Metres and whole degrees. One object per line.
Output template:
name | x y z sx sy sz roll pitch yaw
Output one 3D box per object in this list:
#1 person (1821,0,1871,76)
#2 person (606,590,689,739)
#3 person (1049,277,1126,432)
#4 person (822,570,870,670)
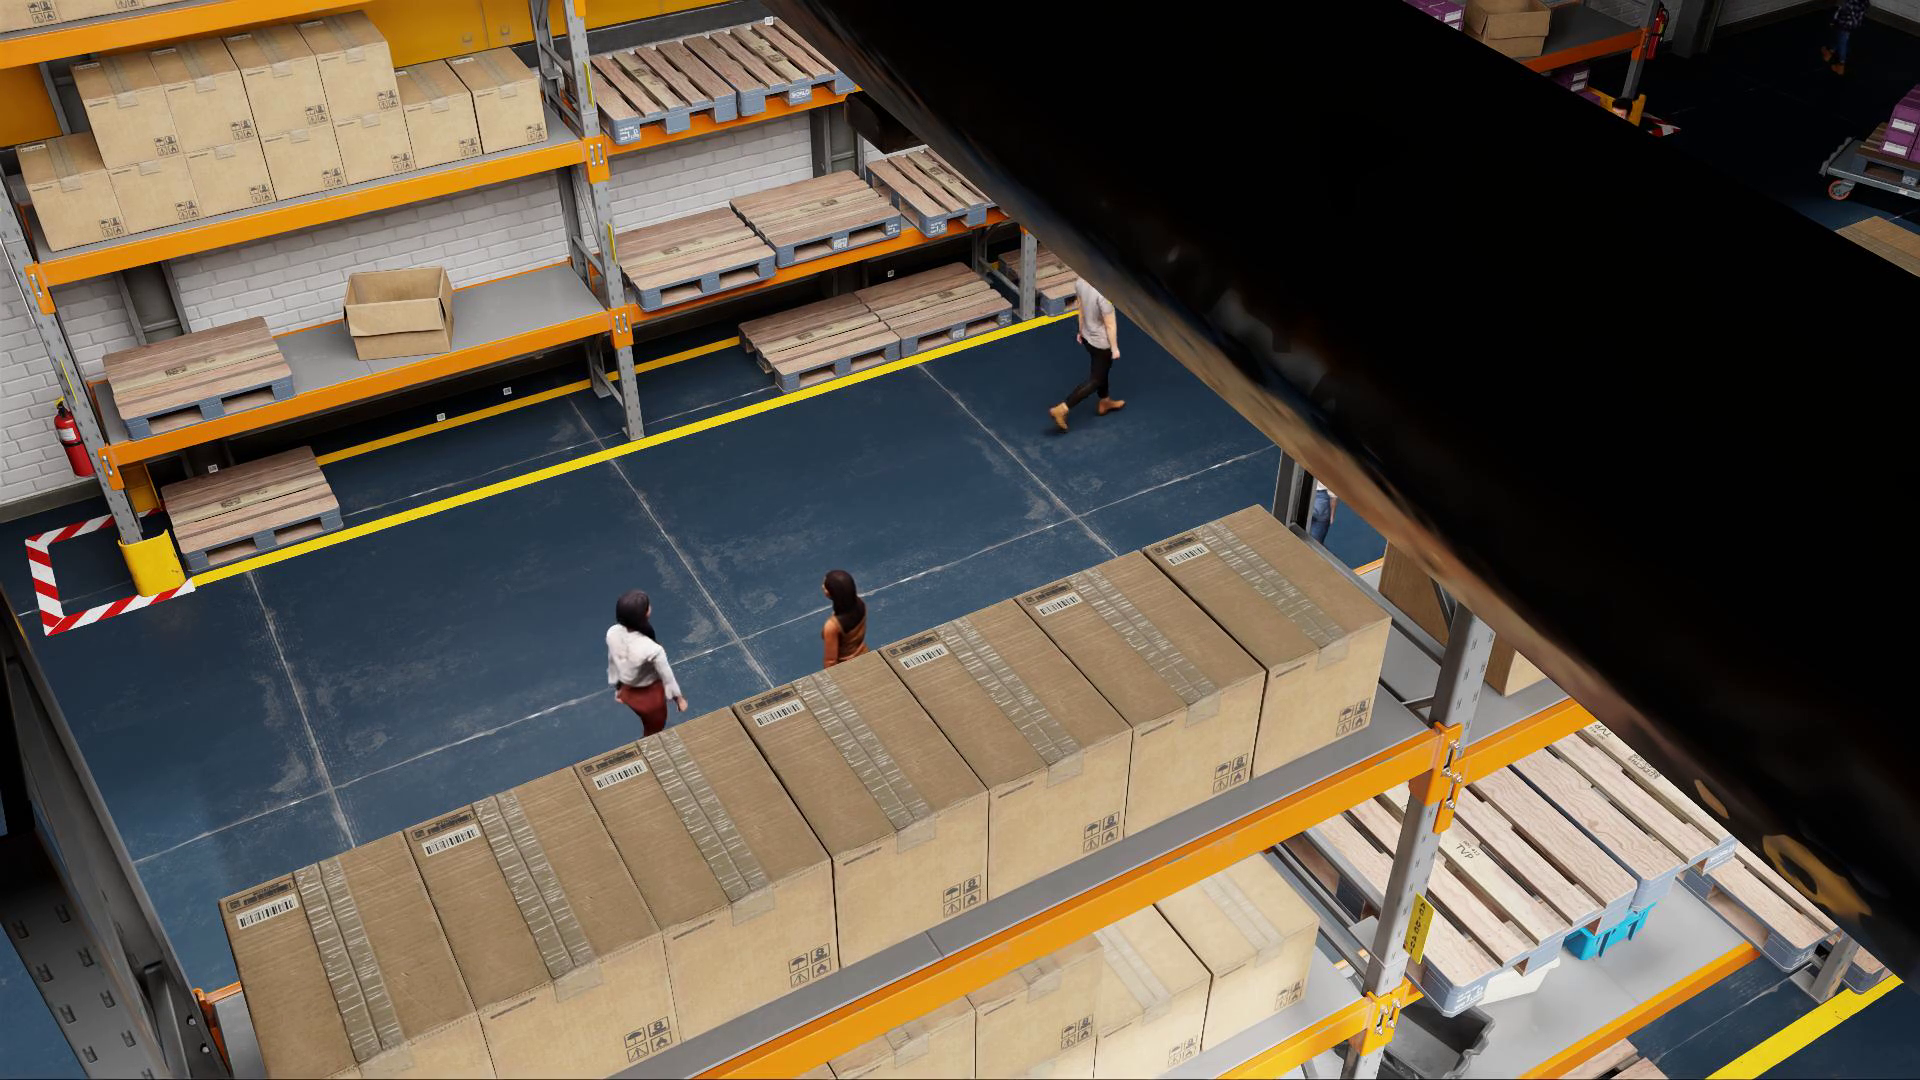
person | 10.844 -6.275 20.221 0.819 1.222 0.736 -6 39 -8
person | -2.054 1.083 10.594 0.714 1.738 0.742 28 46 30
person | 1.099 -1.689 14.101 1.069 1.693 0.695 -15 41 -17
person | -0.733 0.863 10.913 0.701 1.684 0.607 18 42 21
